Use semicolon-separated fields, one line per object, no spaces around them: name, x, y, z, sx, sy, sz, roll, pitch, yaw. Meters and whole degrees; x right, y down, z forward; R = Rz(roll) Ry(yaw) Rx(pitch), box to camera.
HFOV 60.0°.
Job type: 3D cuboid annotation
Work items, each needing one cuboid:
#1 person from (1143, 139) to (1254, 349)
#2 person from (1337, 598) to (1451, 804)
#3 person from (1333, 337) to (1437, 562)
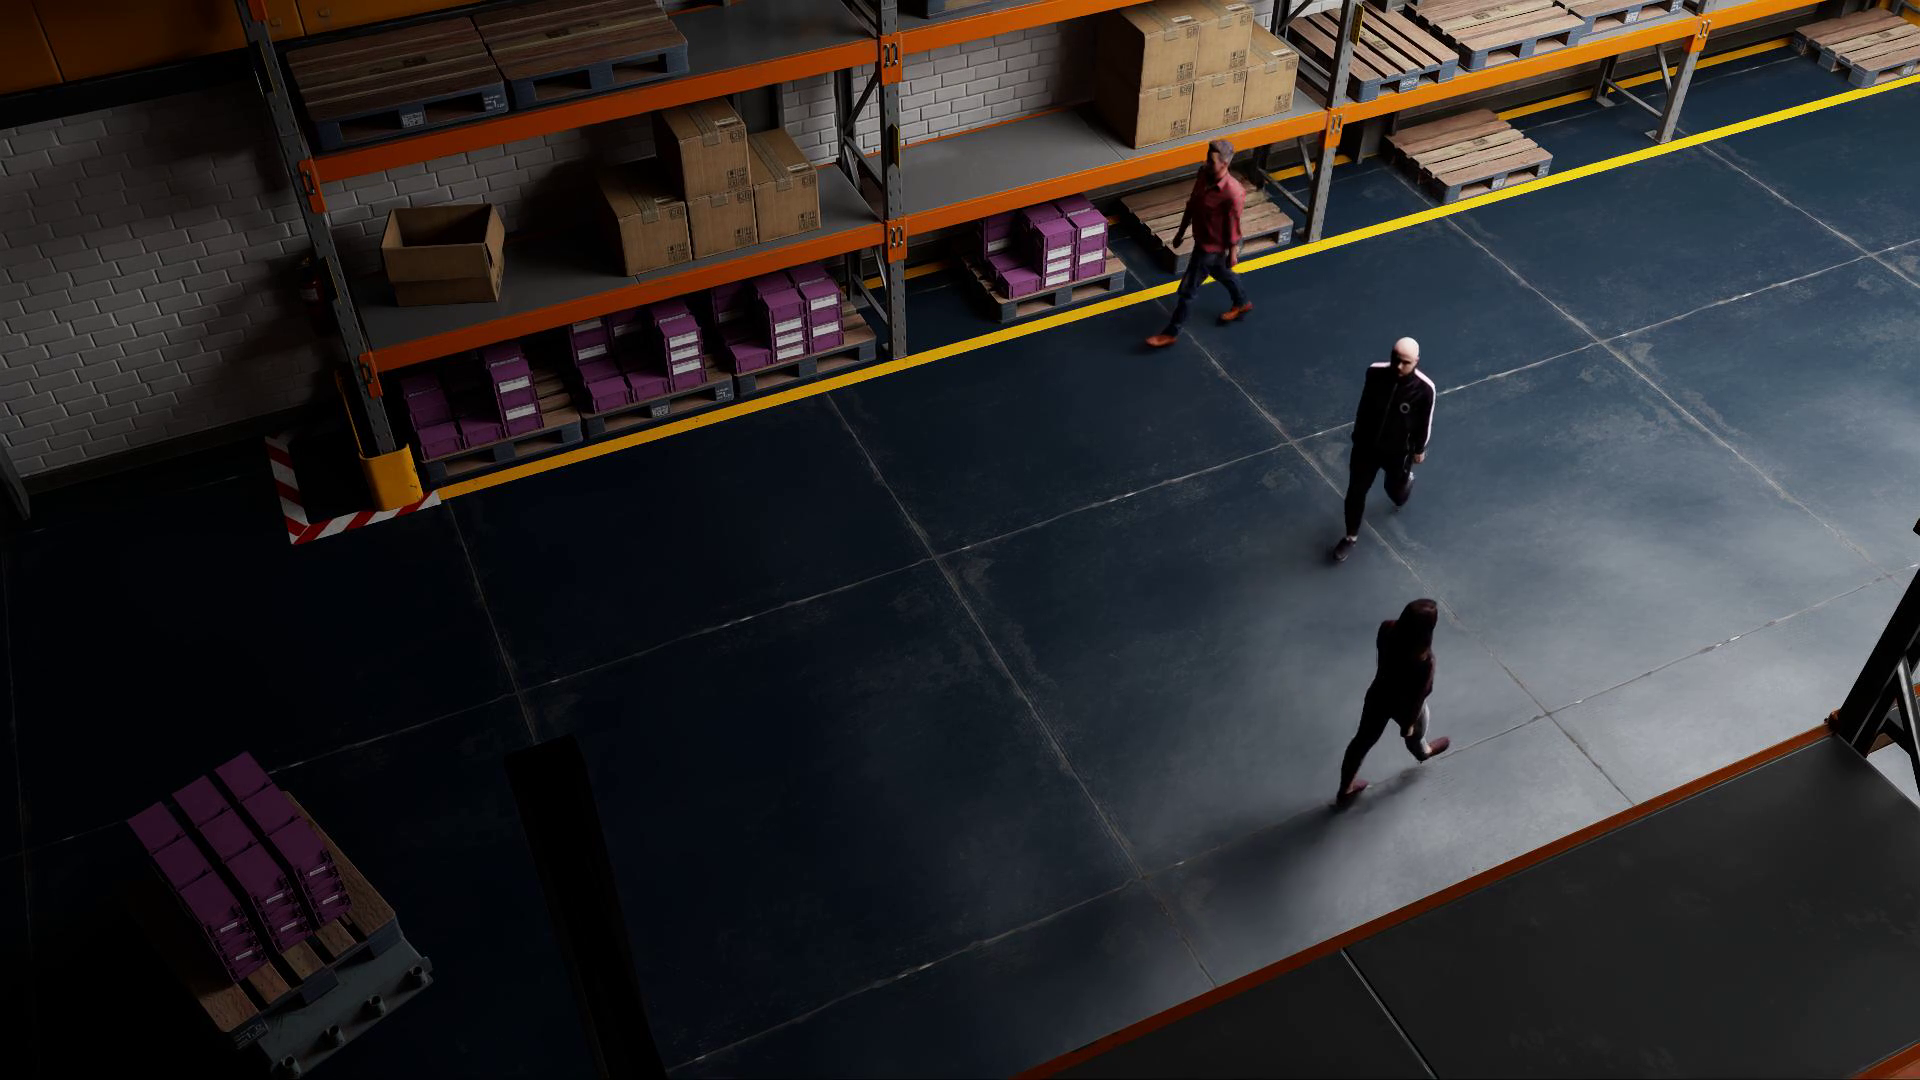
person;2.055;-2.364;13.134;1.294;1.780;0.768;-15;46;-15
person;2.523;0.979;9.788;1.088;1.555;0.686;-23;48;-22
person;2.944;-0.694;11.358;1.034;1.812;1.197;24;49;23
